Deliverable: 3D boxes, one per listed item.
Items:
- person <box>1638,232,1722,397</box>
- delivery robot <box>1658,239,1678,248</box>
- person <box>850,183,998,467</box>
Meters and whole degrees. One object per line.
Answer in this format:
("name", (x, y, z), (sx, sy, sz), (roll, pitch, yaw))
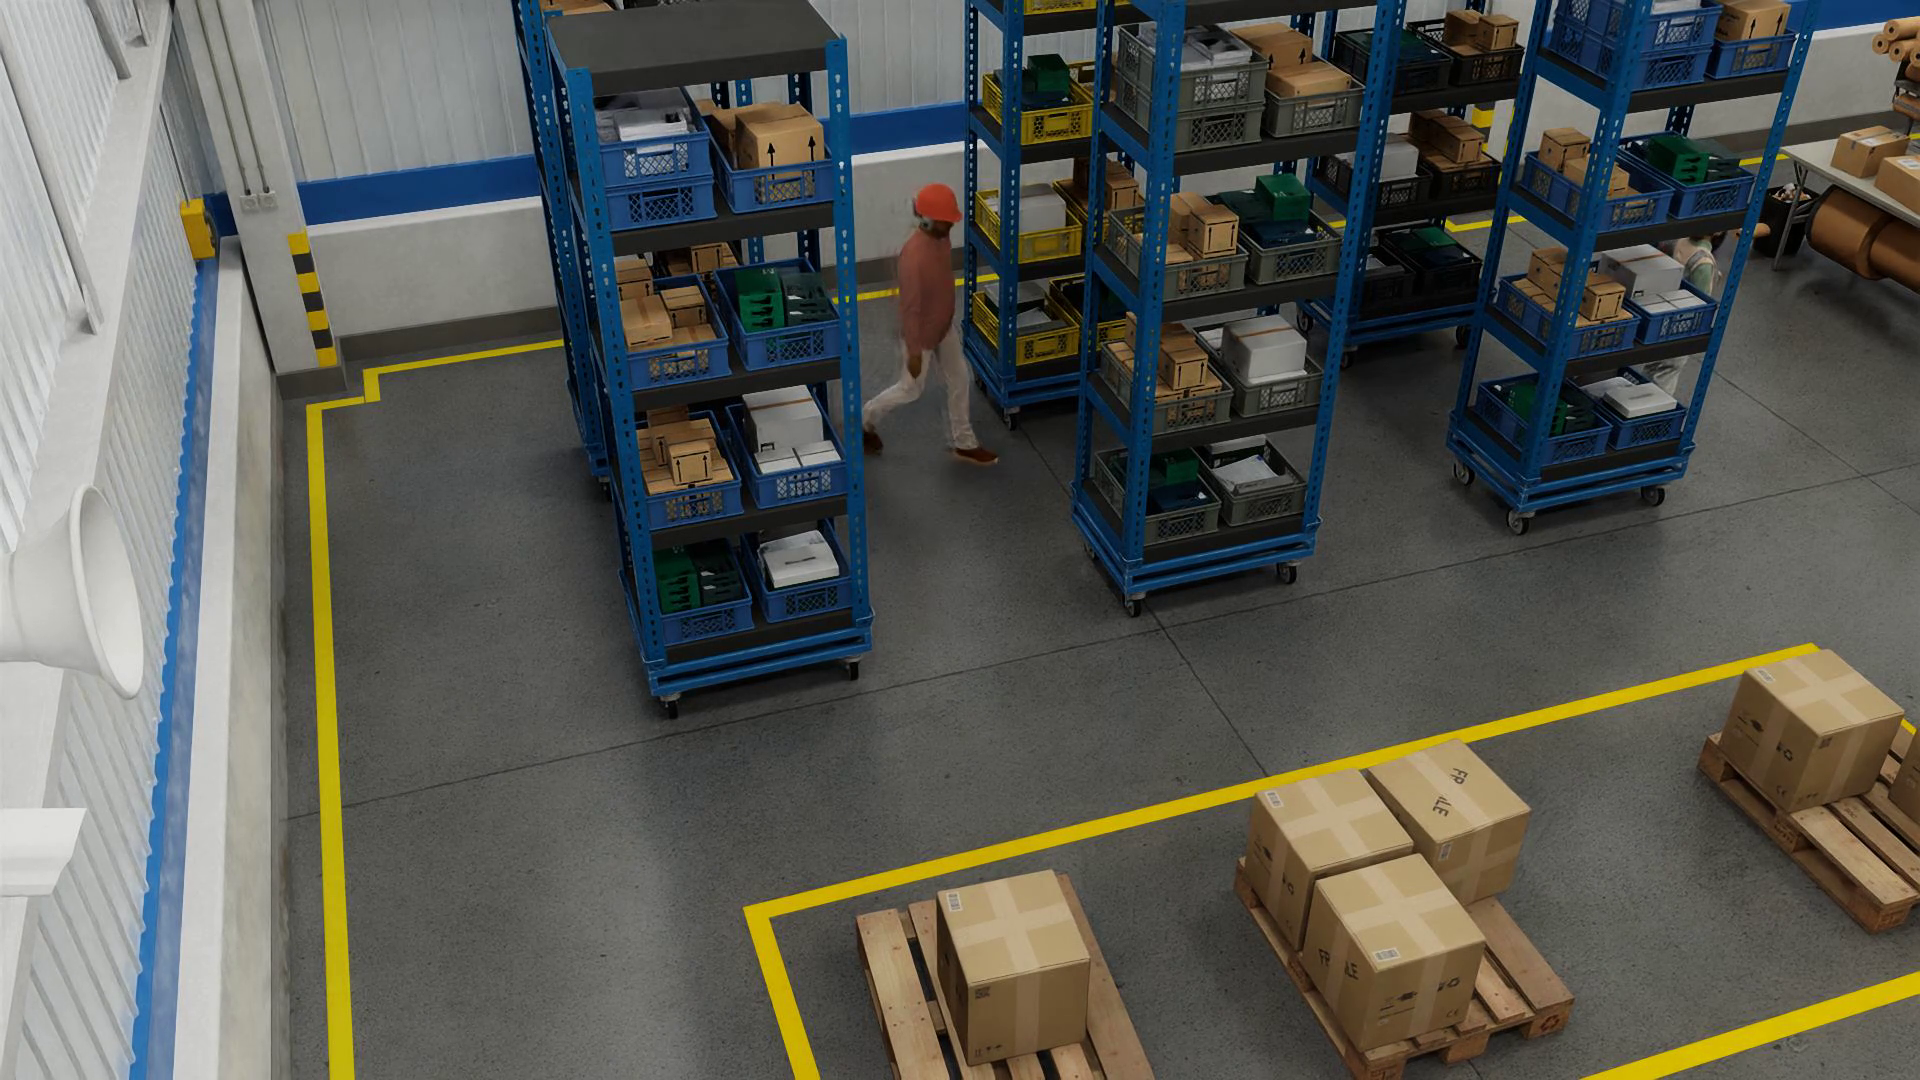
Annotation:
("person", (4.714, -1.435, 10.883), (0.307, 1.645, 0.514), (1, 35, 2))
("delivery robot", (5.838, -2.620, 13.424), (0.707, 0.478, 0.477), (-27, 43, -33))
("person", (-0.261, -1.350, 10.507), (0.965, 1.945, 0.632), (13, 37, 18))
